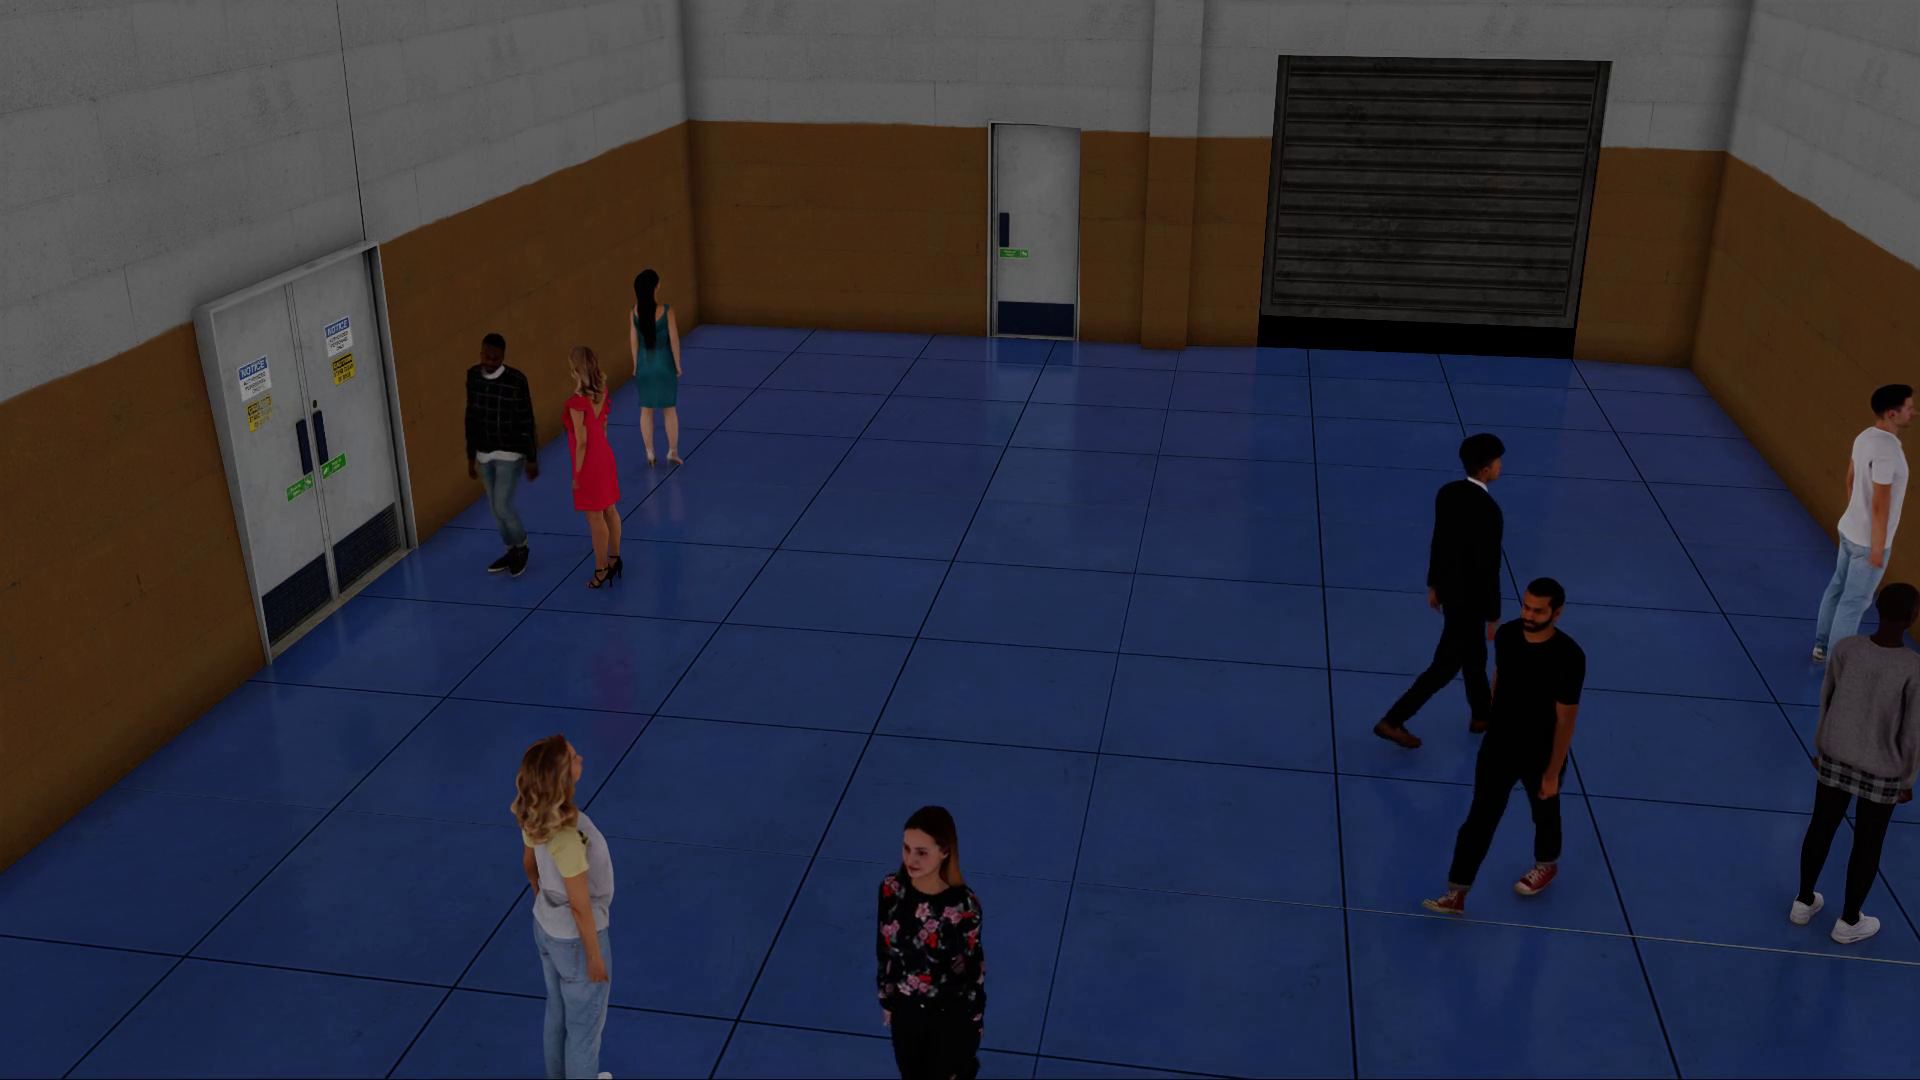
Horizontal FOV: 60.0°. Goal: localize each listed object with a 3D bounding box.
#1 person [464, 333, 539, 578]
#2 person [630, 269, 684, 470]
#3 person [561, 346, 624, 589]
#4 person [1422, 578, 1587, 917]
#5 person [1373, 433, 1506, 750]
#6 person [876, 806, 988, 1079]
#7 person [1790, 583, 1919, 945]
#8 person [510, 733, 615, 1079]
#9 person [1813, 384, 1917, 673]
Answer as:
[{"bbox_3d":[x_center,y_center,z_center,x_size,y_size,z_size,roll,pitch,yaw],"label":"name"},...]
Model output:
[{"bbox_3d":[-3.168,-0.624,11.709,0.696,1.786,0.797,14,26,31],"label":"person"},{"bbox_3d":[-2.531,-1.419,13.824,0.445,1.686,0.640,1,22,3],"label":"person"},{"bbox_3d":[-2.527,-0.513,11.511,0.577,1.728,0.597,7,23,17],"label":"person"},{"bbox_3d":[2.721,0.972,7.841,1.150,1.710,1.150,-18,28,-37],"label":"person"},{"bbox_3d":[2.722,0.333,9.253,1.295,1.843,1.009,-3,22,-8],"label":"person"},{"bbox_3d":[-0.053,1.683,6.133,0.937,1.664,0.814,11,24,24],"label":"person"},{"bbox_3d":[4.146,1.014,7.653,0.746,1.771,0.674,-16,27,-35],"label":"person"},{"bbox_3d":[-1.509,1.527,6.421,0.768,1.723,0.694,-17,27,-35],"label":"person"},{"bbox_3d":[5.549,-0.058,10.194,0.566,1.866,0.674,5,22,11],"label":"person"}]
